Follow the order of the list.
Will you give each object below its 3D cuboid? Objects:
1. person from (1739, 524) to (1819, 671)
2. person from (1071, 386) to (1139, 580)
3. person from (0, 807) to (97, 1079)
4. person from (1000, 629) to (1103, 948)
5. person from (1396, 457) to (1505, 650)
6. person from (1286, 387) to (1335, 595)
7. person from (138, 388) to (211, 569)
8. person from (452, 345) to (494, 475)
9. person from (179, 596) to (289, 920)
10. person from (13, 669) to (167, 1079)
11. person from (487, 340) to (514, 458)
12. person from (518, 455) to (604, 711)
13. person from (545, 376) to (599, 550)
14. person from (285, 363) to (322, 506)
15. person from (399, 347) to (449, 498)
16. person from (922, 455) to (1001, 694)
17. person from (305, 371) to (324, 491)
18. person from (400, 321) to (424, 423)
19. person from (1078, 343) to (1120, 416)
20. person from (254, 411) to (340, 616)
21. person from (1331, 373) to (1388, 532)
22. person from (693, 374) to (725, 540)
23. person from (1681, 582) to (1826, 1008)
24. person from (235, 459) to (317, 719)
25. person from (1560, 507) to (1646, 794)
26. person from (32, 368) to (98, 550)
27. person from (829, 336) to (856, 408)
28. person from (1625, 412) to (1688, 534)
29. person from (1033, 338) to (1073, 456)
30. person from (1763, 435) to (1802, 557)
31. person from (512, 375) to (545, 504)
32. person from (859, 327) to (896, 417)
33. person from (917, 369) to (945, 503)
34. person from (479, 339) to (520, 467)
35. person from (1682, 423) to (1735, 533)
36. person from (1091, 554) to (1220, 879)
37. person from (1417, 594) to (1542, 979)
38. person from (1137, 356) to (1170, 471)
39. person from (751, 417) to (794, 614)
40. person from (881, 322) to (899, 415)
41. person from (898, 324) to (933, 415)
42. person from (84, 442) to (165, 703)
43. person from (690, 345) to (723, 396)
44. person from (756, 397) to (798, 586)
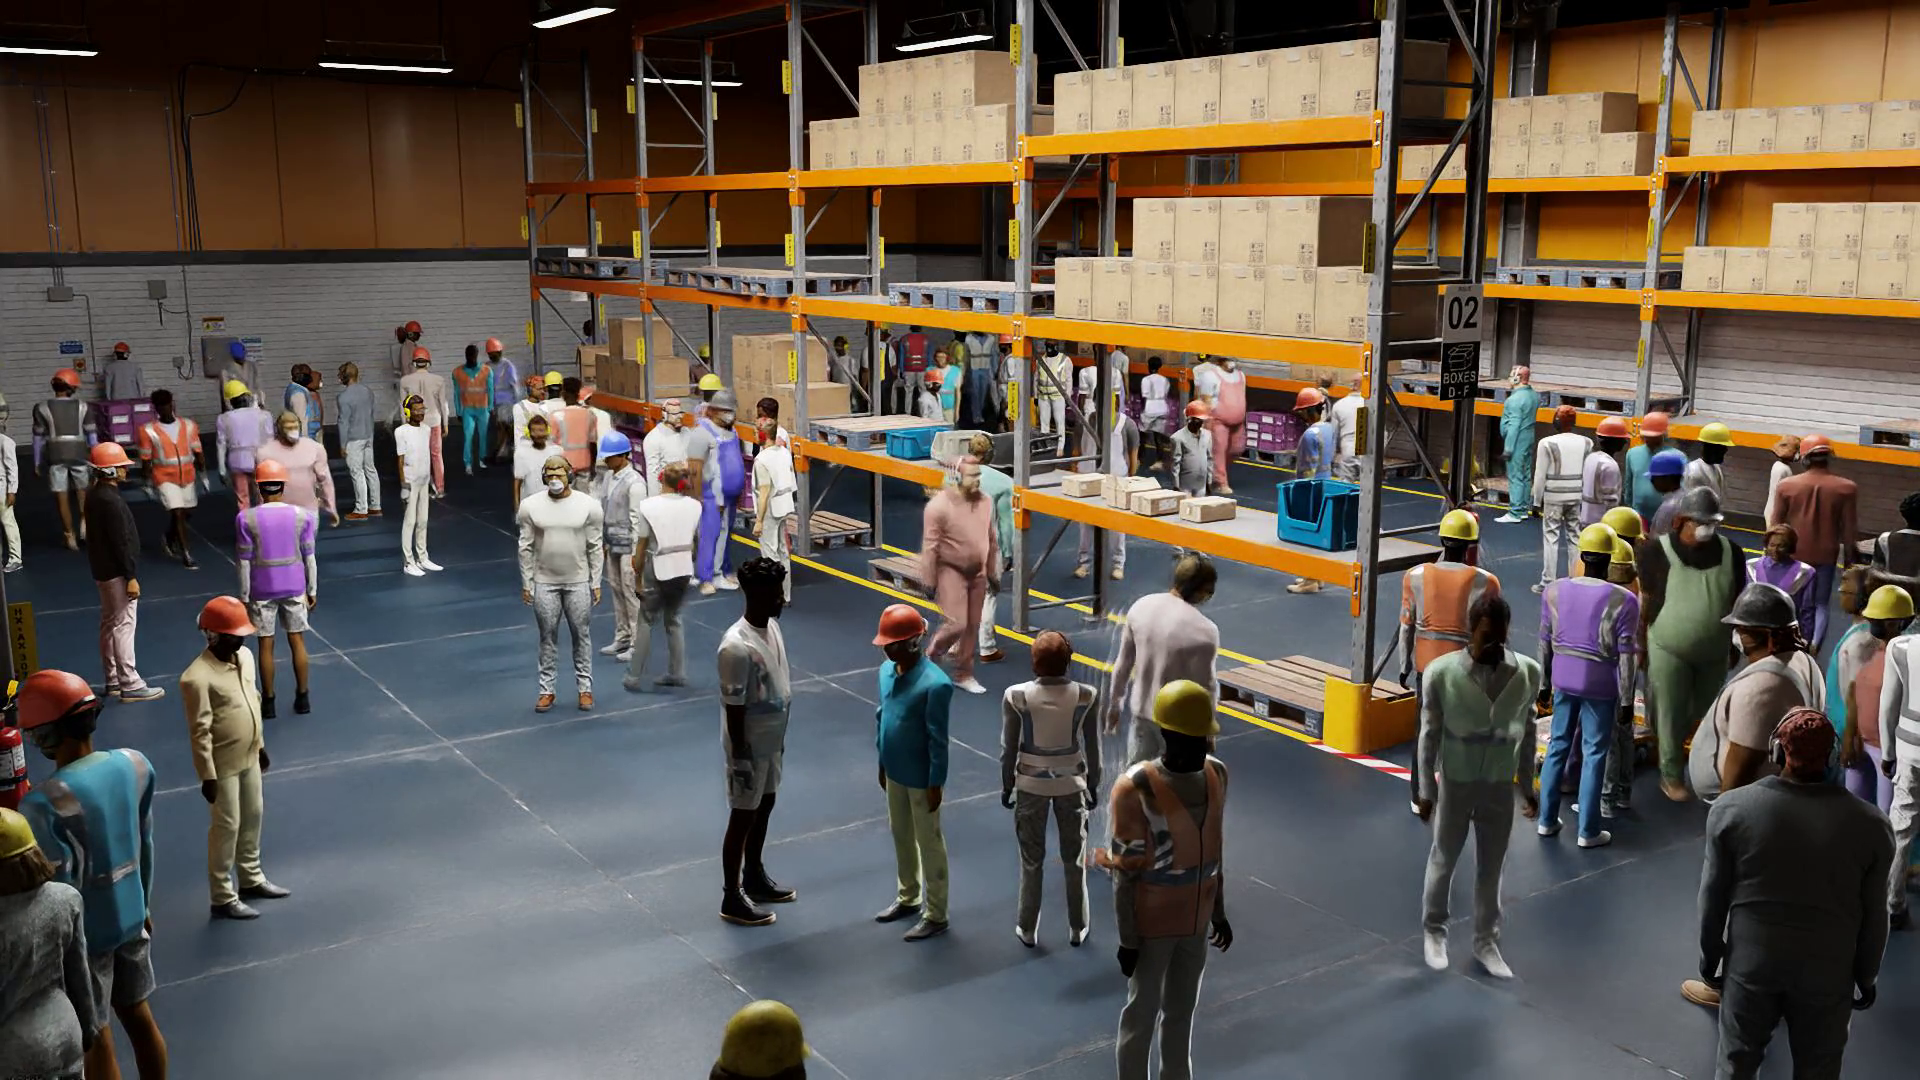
[{"bbox_3d":[5.561,0.689,11.382,0.519,1.631,0.319,9,14,40],"label":"person"},{"bbox_3d":[1.455,-0.602,16.933,0.688,2.000,0.536,3,11,14],"label":"person"},{"bbox_3d":[-3.204,1.747,5.697,0.321,1.738,0.498,3,11,14],"label":"person"},{"bbox_3d":[0.461,1.262,8.432,0.522,1.636,0.311,0,11,-2],"label":"person"},{"bbox_3d":[4.213,0.136,14.030,0.897,1.703,0.496,0,11,1],"label":"person"},{"bbox_3d":[3.429,-0.479,16.316,0.388,2.036,0.605,6,13,28],"label":"person"},{"bbox_3d":[-8.374,-0.674,17.686,0.930,1.926,0.654,10,15,43],"label":"person"},{"bbox_3d":[-7.045,-1.913,24.138,0.576,1.865,0.982,-3,12,-16],"label":"person"},{"bbox_3d":[-3.835,1.139,8.794,0.354,1.738,0.577,1,11,7],"label":"person"},{"bbox_3d":[-3.306,1.478,6.307,0.388,2.034,0.605,2,11,12],"label":"person"},{"bbox_3d":[-7.002,-2.179,25.555,0.518,1.822,0.507,-10,15,-42],"label":"person"},{"bbox_3d":[-2.978,0.323,12.463,0.632,1.940,0.372,-2,11,-8],"label":"person"},{"bbox_3d":[-4.279,-0.810,18.254,0.683,1.953,0.497,-9,14,-40],"label":"person"},{"bbox_3d":[-8.379,-1.337,21.239,0.431,1.836,0.621,-5,12,-25],"label":"person"},{"bbox_3d":[-7.029,-1.533,21.851,0.618,1.986,0.408,-4,12,-17],"label":"person"},{"bbox_3d":[0.000,0.271,12.863,0.654,1.895,0.472,-10,15,-42],"label":"person"},{"bbox_3d":[-8.700,-1.468,22.434,0.277,1.627,0.502,-1,11,-6],"label":"person"},{"bbox_3d":[-8.946,-2.589,27.253,0.407,1.986,0.618,1,11,4],"label":"person"},{"bbox_3d":[1.934,-1.785,23.215,0.607,1.960,0.370,-2,11,-9],"label":"person"},{"bbox_3d":[-6.128,-0.240,15.451,0.650,1.896,0.986,-9,14,-38],"label":"person"},{"bbox_3d":[4.632,-0.994,19.330,0.696,1.904,0.402,7,13,33],"label":"person"},{"bbox_3d":[-2.821,-0.919,18.846,0.369,1.925,0.594,-4,12,-19],"label":"person"},{"bbox_3d":[3.700,1.181,7.806,0.681,2.000,0.535,-10,15,-41],"label":"person"},{"bbox_3d":[-5.053,0.361,12.319,0.548,1.924,0.387,-8,13,-34],"label":"person"},{"bbox_3d":[4.043,0.732,10.444,0.399,1.911,0.596,-4,12,-18],"label":"person"},{"bbox_3d":[-9.951,-0.898,18.500,0.637,2.017,0.506,-8,14,-36],"label":"person"},{"bbox_3d":[-1.842,-2.250,25.841,0.527,1.857,0.330,7,13,33],"label":"person"},{"bbox_3d":[6.405,-0.224,15.336,0.624,1.929,1.070,10,15,42],"label":"person"},{"bbox_3d":[1.416,-2.209,25.667,0.631,1.842,0.428,5,12,26],"label":"person"},{"bbox_3d":[7.847,-0.200,15.919,0.278,1.633,0.498,6,12,27],"label":"person"},{"bbox_3d":[-4.913,-0.975,19.267,0.358,1.880,0.575,7,13,32],"label":"person"},{"bbox_3d":[-1.355,-2.450,26.389,0.536,2.000,0.683,10,15,40],"label":"person"},{"bbox_3d":[-0.357,-1.348,21.506,0.348,1.744,0.572,4,12,19],"label":"person"},{"bbox_3d":[-6.858,-2.032,24.648,0.549,1.875,1.034,6,12,27],"label":"person"},{"bbox_3d":[6.494,-0.073,14.541,0.396,1.920,0.587,10,15,41],"label":"person"},{"bbox_3d":[1.081,0.993,9.168,0.414,1.896,0.798,-10,15,-43],"label":"person"},{"bbox_3d":[2.524,1.184,8.137,0.600,1.914,0.396,-1,11,-4],"label":"person"},{"bbox_3d":[2.773,-1.849,24.282,0.592,1.654,0.688,-8,14,-37],"label":"person"},{"bbox_3d":[-1.747,-0.225,15.508,0.374,1.841,0.574,4,12,18],"label":"person"},{"bbox_3d":[-1.343,-3.112,30.345,0.403,1.825,0.596,-10,15,-41],"label":"person"},{"bbox_3d":[-0.801,-3.067,30.100,0.631,1.837,0.432,-1,11,-7],"label":"person"},{"bbox_3d":[-6.440,0.245,12.715,0.609,1.995,0.375,10,15,43],"label":"person"},{"bbox_3d":[-3.876,-2.120,25.469,0.533,1.754,0.656,1,11,7],"label":"person"},{"bbox_3d":[-1.845,-0.477,16.652,0.408,1.907,0.598,-3,12,-17],"label":"person"}]
